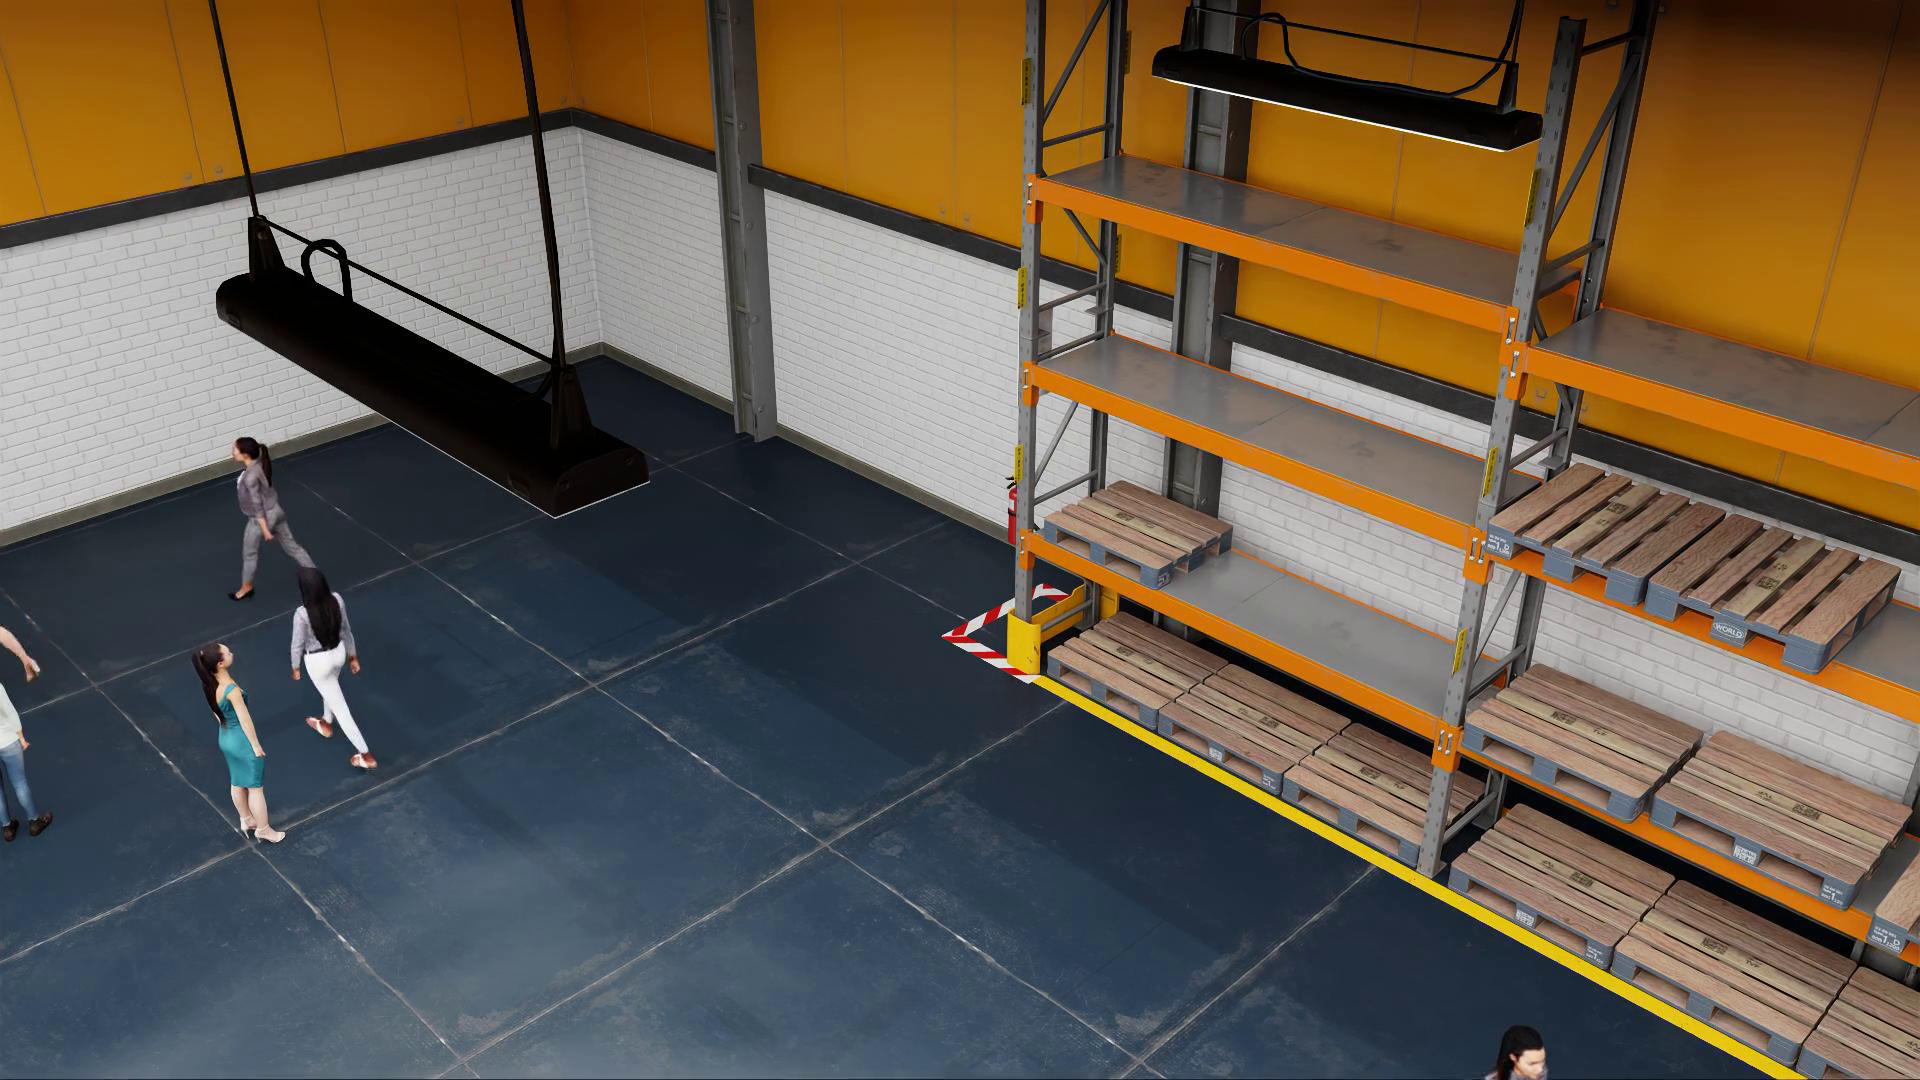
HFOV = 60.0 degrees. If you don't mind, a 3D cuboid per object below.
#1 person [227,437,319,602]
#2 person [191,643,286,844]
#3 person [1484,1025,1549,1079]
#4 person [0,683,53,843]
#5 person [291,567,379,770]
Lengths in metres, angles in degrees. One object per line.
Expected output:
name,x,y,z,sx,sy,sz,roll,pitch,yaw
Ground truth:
person,-6.163,-0.163,14.993,1.149,1.629,1.089,0,29,-1
person,-5.183,1.460,11.957,0.463,1.687,0.634,20,34,32
person,2.805,3.171,8.805,0.854,1.702,1.186,-14,32,-24
person,-6.991,1.448,12.024,0.647,1.644,0.658,-7,29,-13
person,-4.807,1.016,12.782,1.211,1.677,0.787,16,33,27
